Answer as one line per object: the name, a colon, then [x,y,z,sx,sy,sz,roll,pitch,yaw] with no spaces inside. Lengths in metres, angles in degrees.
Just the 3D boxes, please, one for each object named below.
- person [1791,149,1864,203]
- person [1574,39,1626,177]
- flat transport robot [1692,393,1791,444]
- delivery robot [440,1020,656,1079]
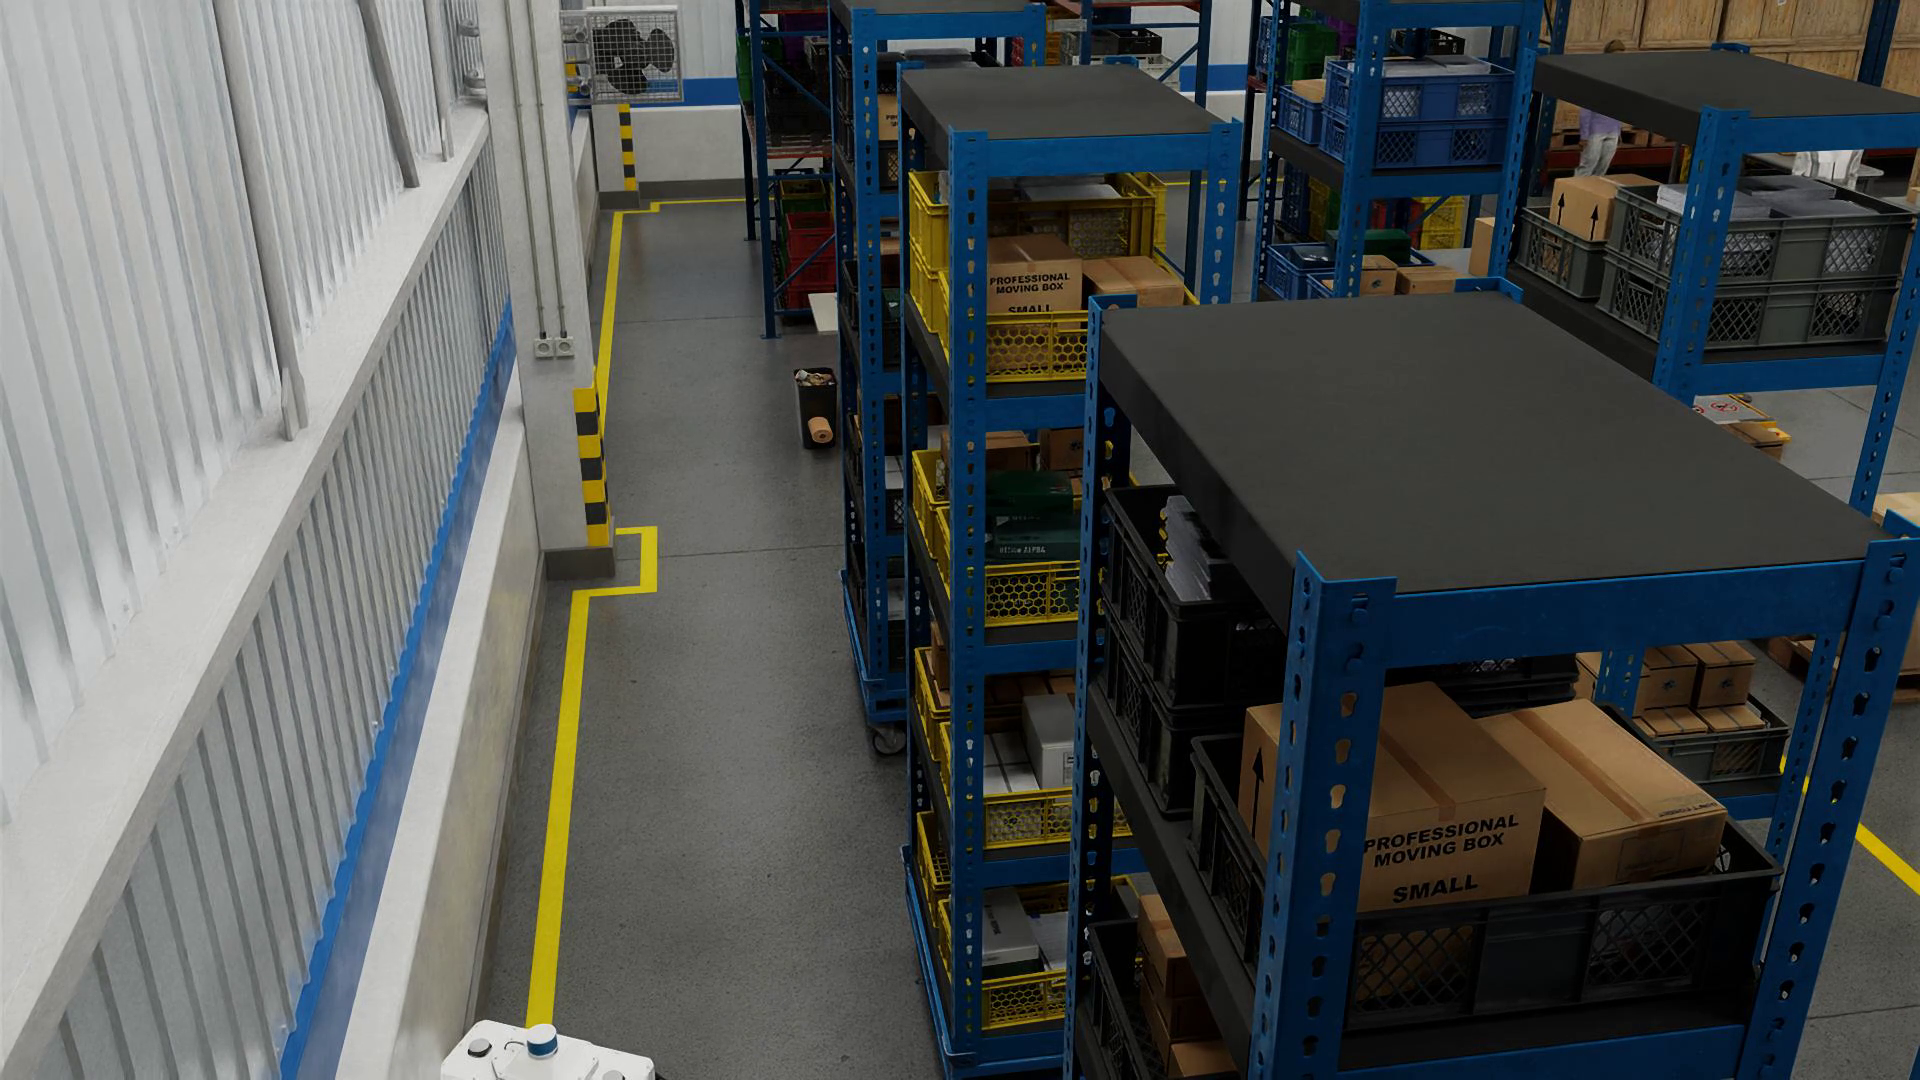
person: [7.652,-2.977,14.817,0.573,1.887,0.356,2,25,3]
person: [6.810,-4.320,17.674,0.636,1.938,0.358,-14,28,-28]
flat transport robot: [5.224,-0.859,12.132,1.431,0.197,0.652,-4,25,-8]
delivery robot: [-1.418,1.885,5.723,0.707,0.478,0.477,8,26,16]
